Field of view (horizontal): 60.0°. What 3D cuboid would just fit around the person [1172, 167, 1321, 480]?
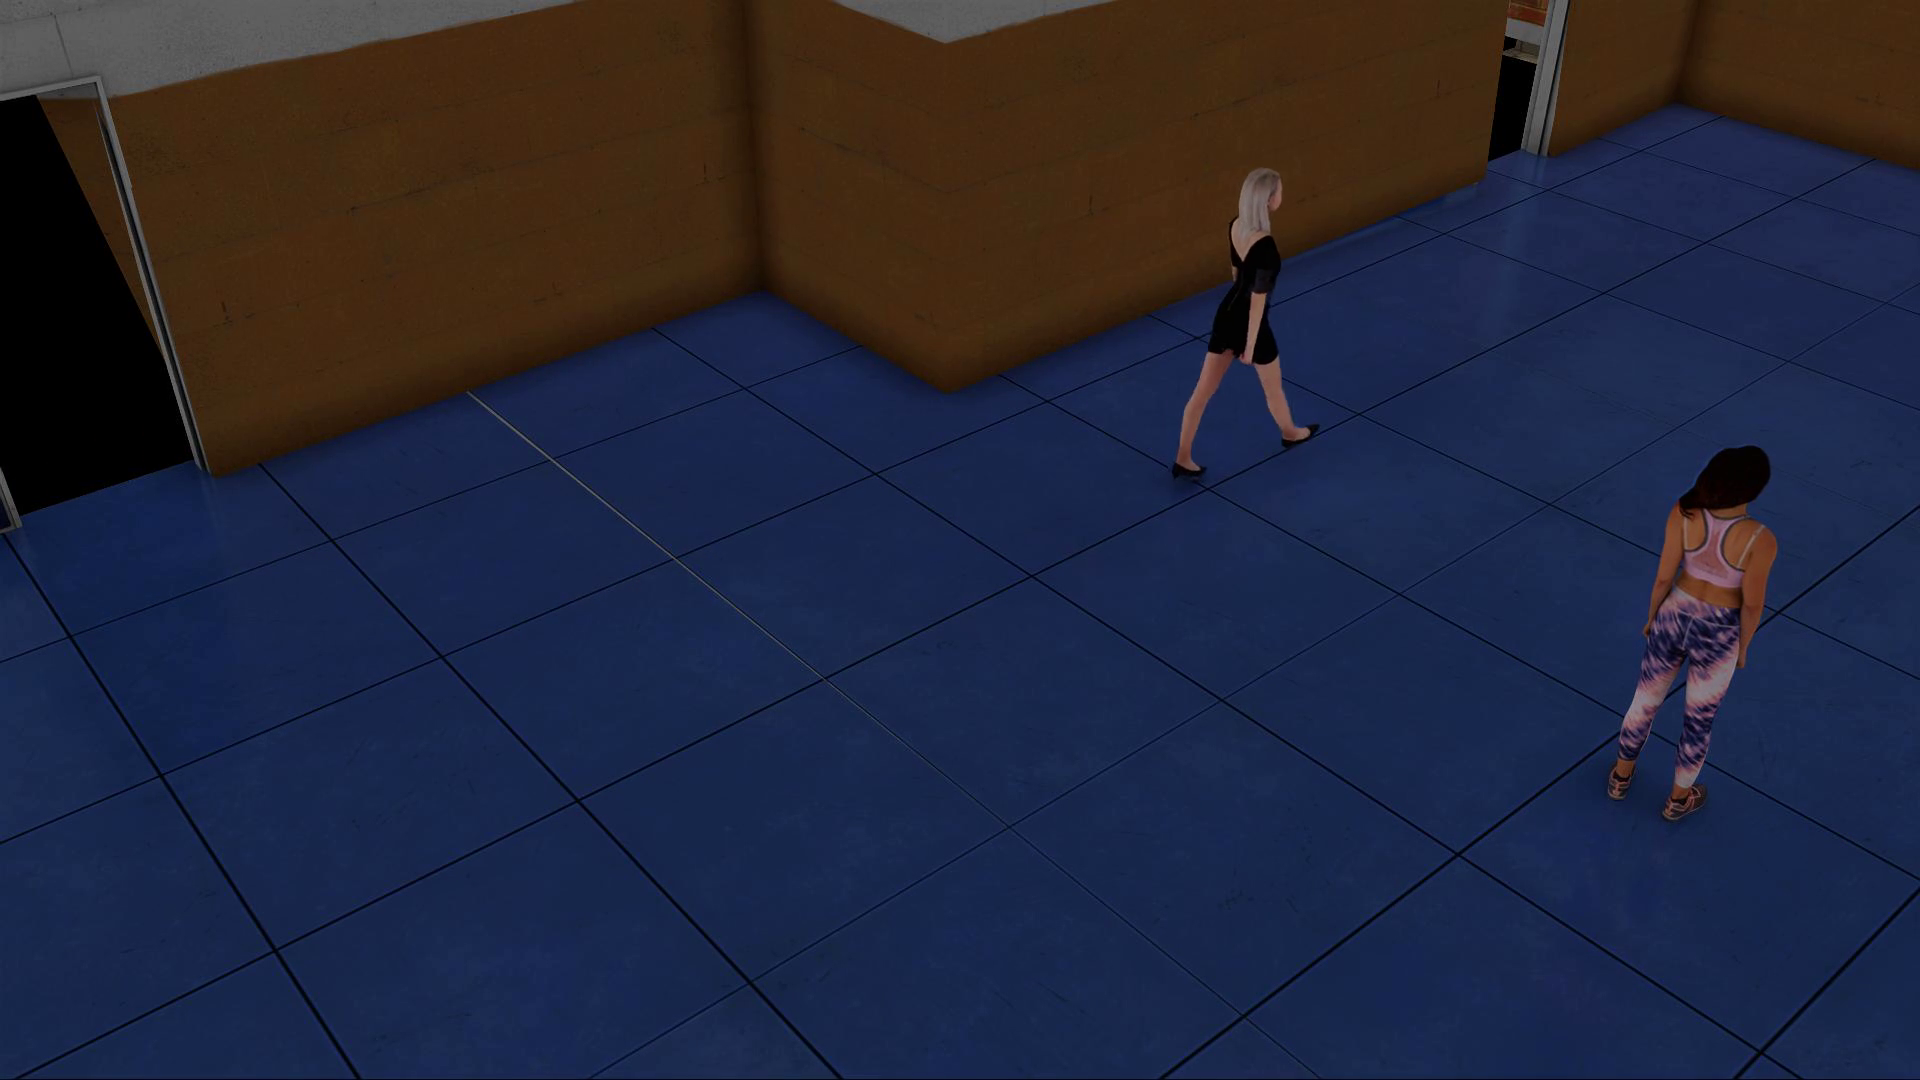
[{"bbox_3d":[1.436,-1.099,8.983,0.807,1.775,1.171,-17,37,-24],"label":"person"}]

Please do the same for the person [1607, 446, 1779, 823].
[{"bbox_3d":[2.992,0.385,6.762,0.538,1.765,0.688,24,40,31],"label":"person"}]
